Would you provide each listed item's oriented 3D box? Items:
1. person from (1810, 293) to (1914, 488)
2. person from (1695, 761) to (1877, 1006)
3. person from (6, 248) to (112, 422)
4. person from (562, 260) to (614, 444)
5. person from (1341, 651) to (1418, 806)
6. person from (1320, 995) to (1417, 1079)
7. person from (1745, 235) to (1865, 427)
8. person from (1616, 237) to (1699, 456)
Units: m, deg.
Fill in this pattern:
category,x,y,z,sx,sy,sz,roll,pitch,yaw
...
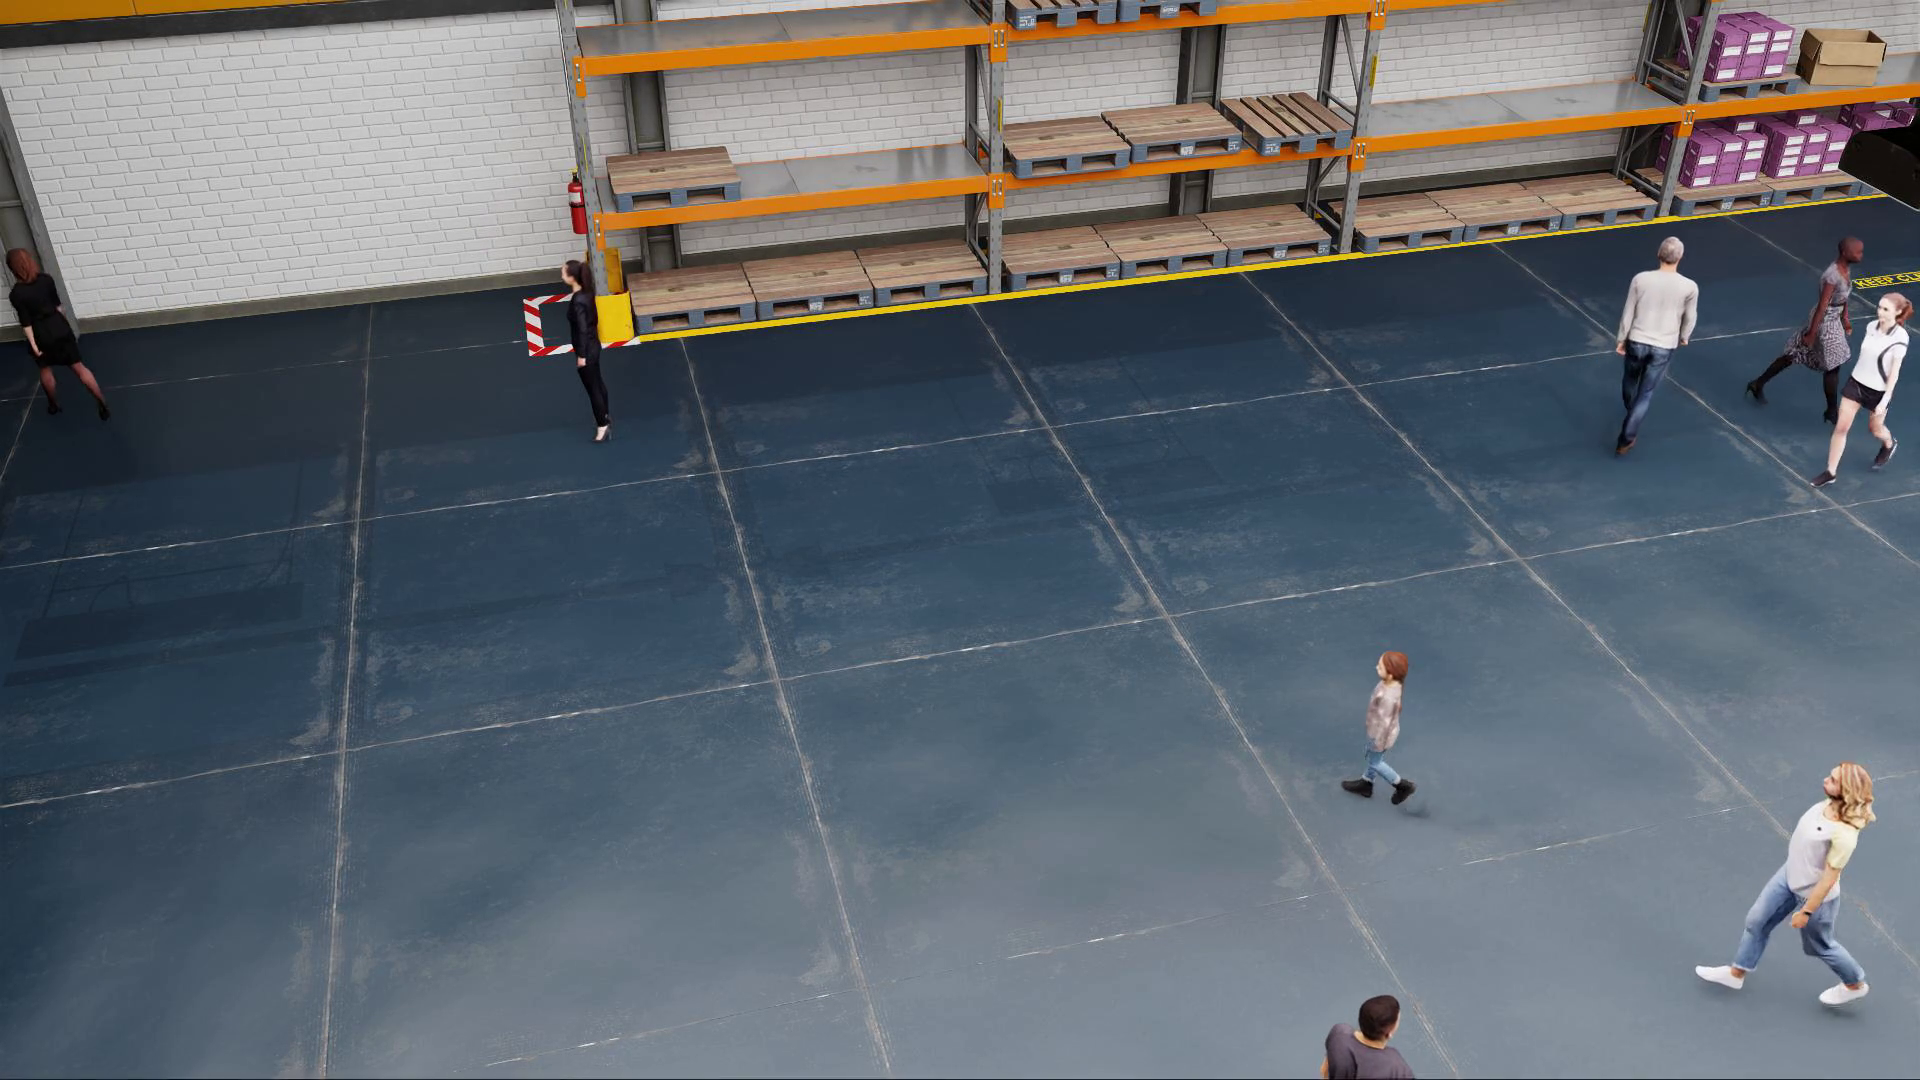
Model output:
category,x,y,z,sx,sy,sz,roll,pitch,yaw
person,7.642,-1.249,13.855,1.180,1.715,0.779,-17,37,-24
person,4.739,1.944,9.075,1.215,1.688,0.963,6,34,9
person,-7.968,-1.775,14.684,1.071,1.673,1.036,19,38,26
person,-3.237,-1.644,14.453,0.555,1.711,0.624,-1,34,-1
person,2.742,1.213,10.629,0.783,1.186,0.697,13,36,19
person,1.839,2.762,7.776,0.733,1.765,0.729,-29,43,-36
person,7.551,-1.881,14.786,1.161,1.737,1.125,19,38,26
person,5.905,-1.599,14.271,1.232,1.838,1.313,19,38,26
